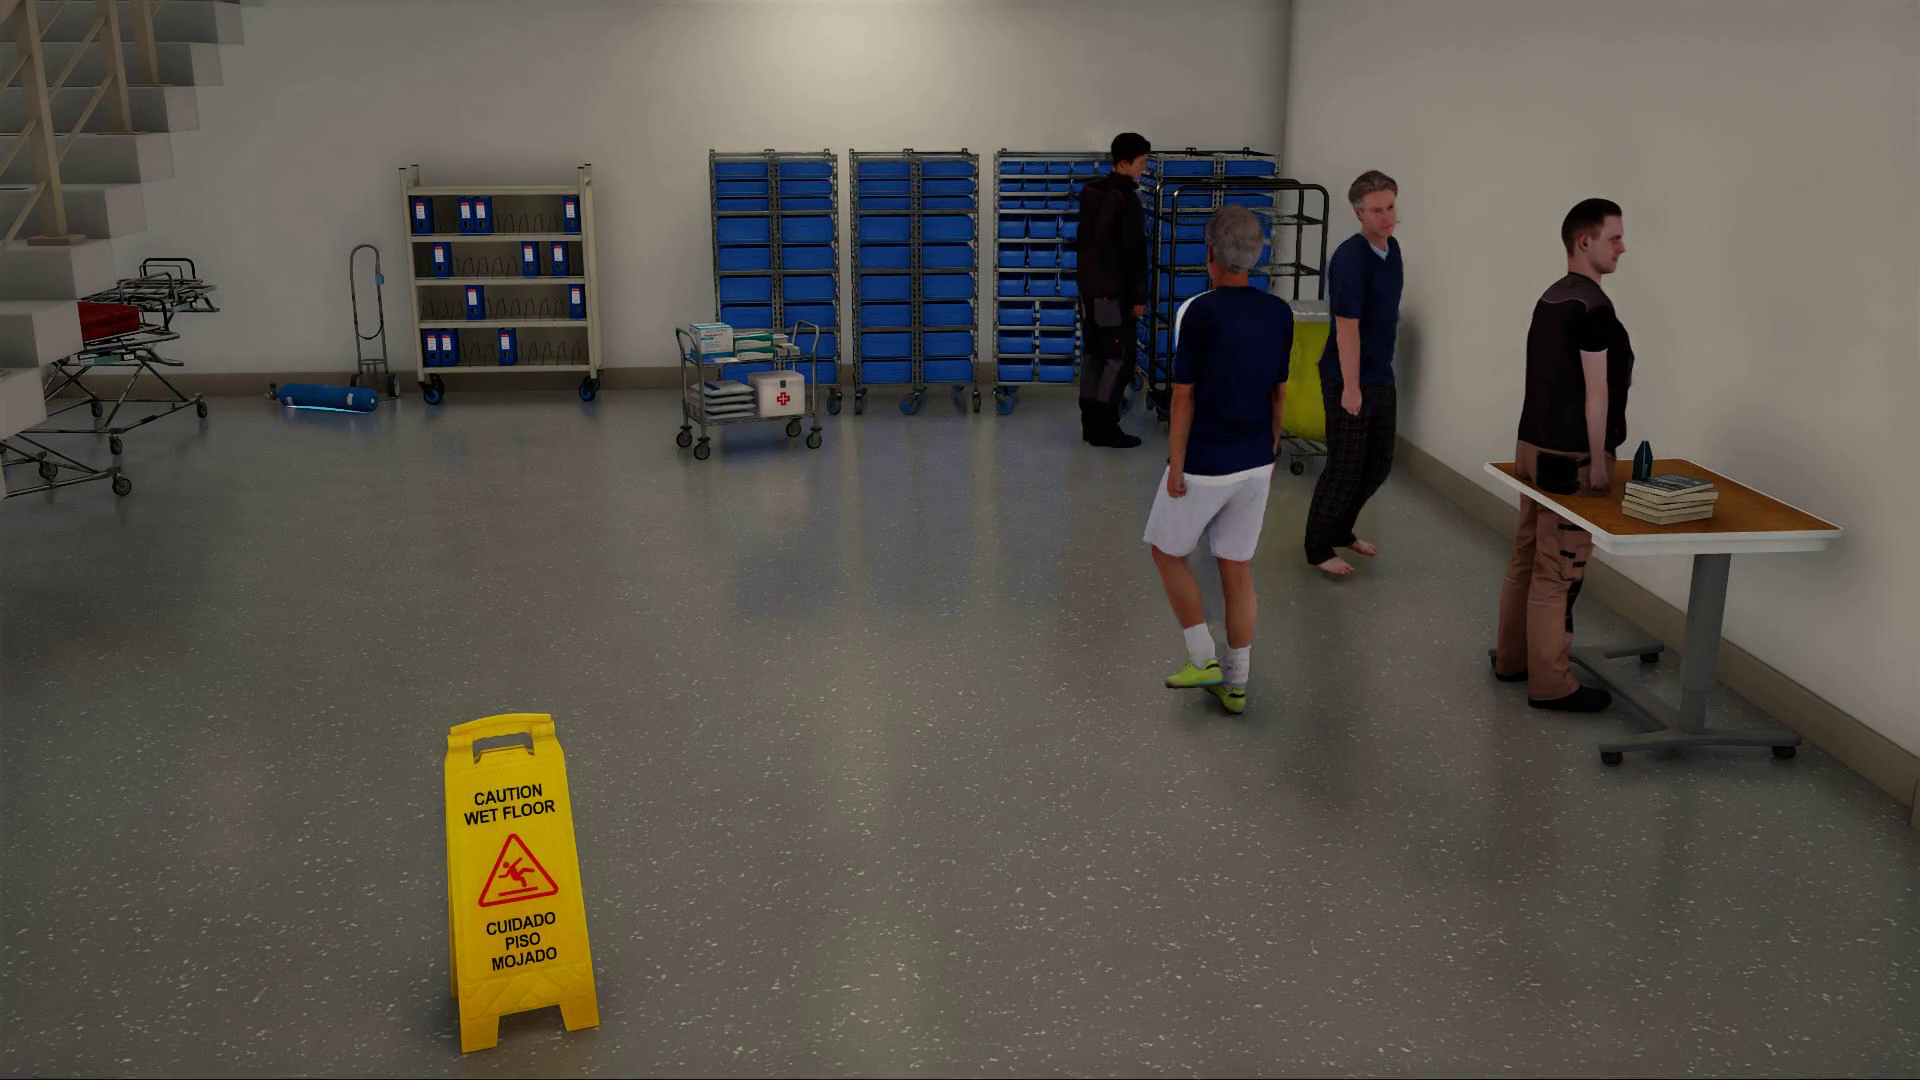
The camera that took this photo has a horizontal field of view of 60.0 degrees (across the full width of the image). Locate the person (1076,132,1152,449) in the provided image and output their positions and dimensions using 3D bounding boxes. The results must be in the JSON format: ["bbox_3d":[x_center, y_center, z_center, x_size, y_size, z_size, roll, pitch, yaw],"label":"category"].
[{"bbox_3d":[0.890,-1.558,10.352,0.816,1.914,0.966,12,20,37],"label":"person"}]

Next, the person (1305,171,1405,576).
[{"bbox_3d":[1.763,-0.725,7.554,0.917,1.829,0.860,8,18,26],"label":"person"}]

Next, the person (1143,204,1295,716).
[{"bbox_3d":[0.965,-0.248,5.870,0.725,1.824,0.706,-7,17,-22],"label":"person"}]

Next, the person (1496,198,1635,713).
[{"bbox_3d":[2.203,-0.323,6.104,0.750,1.841,0.530,-1,16,-2],"label":"person"}]
